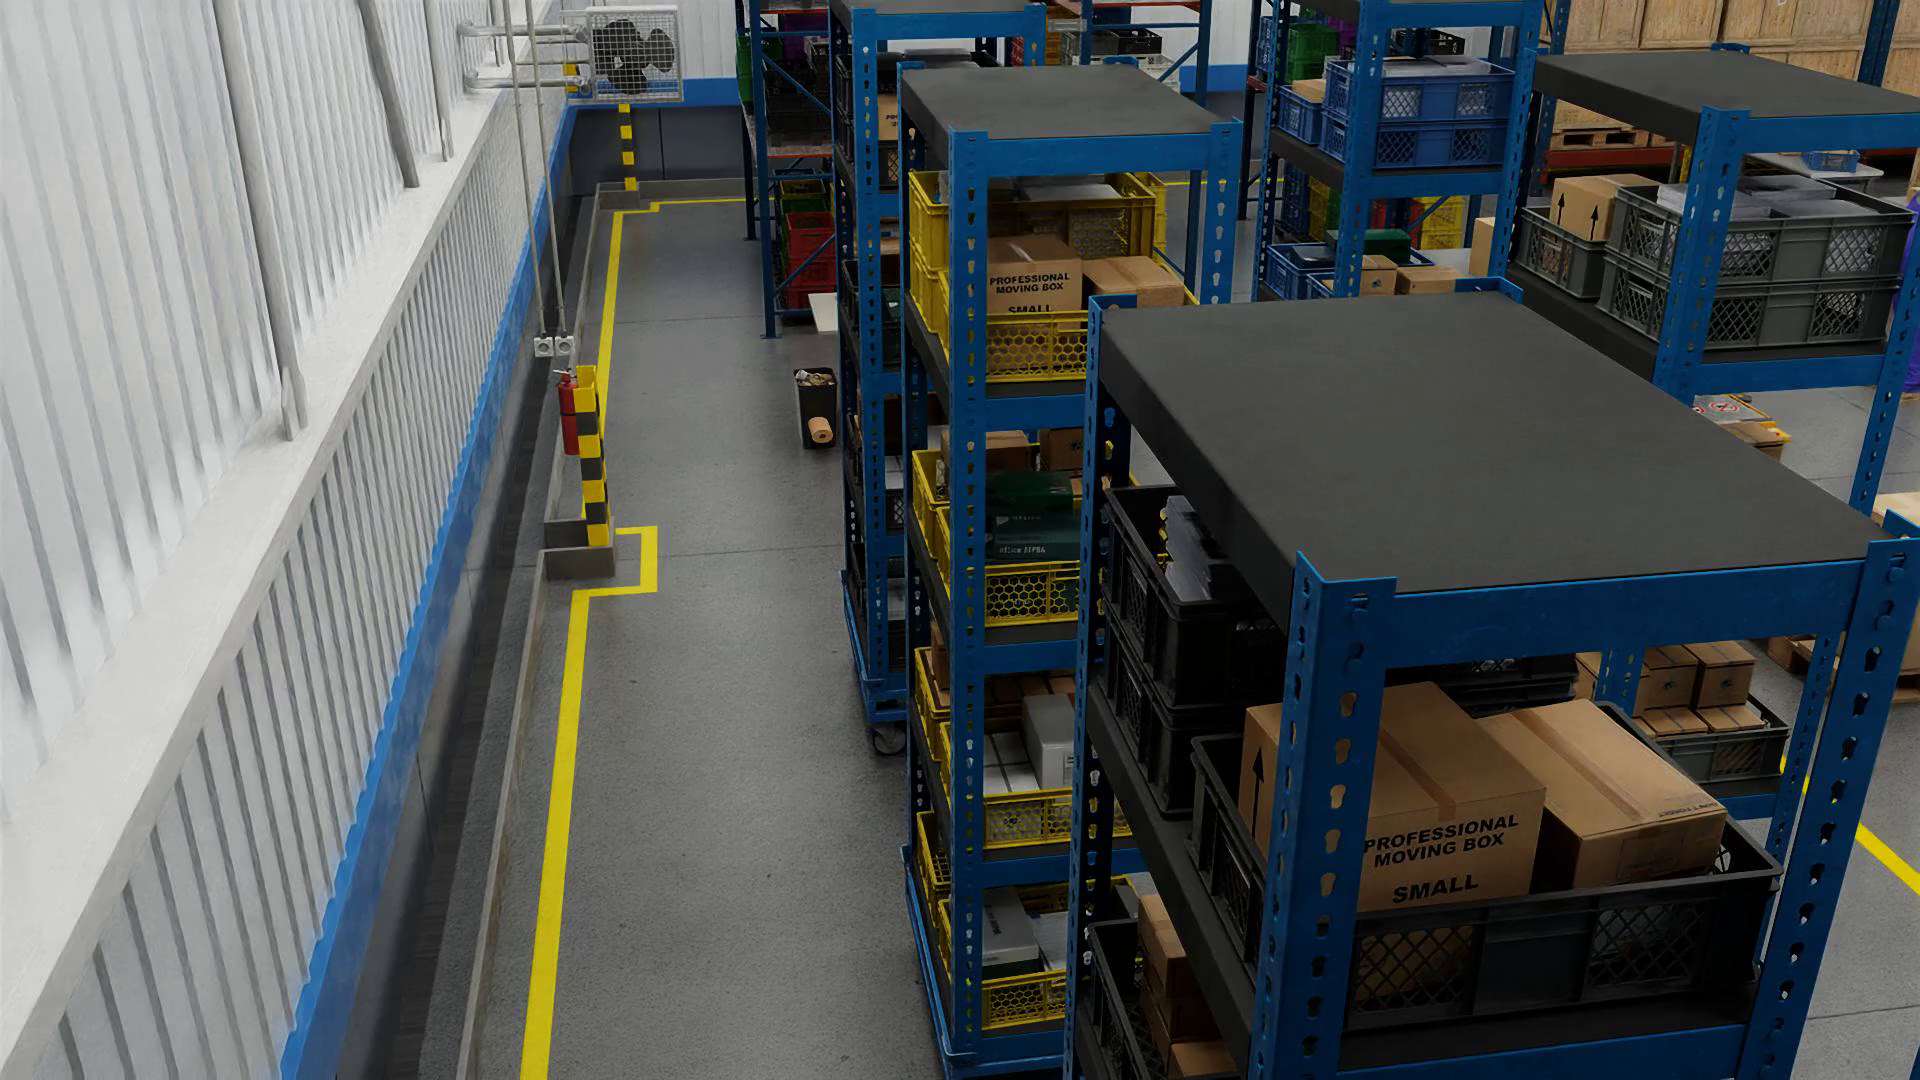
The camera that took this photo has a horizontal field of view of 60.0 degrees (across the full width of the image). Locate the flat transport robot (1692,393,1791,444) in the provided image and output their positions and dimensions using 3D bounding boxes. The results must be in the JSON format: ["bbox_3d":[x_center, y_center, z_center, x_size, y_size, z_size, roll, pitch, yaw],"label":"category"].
[{"bbox_3d":[5.224,-0.859,12.132,1.431,0.197,0.652,-4,25,-8],"label":"flat transport robot"}]

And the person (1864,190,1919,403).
[{"bbox_3d":[7.307,-2.065,12.669,0.535,2.000,0.677,3,25,6],"label":"person"}]

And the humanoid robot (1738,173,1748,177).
[{"bbox_3d":[5.961,-2.042,13.042,0.631,1.649,0.391,-11,27,-23],"label":"humanoid robot"}]
